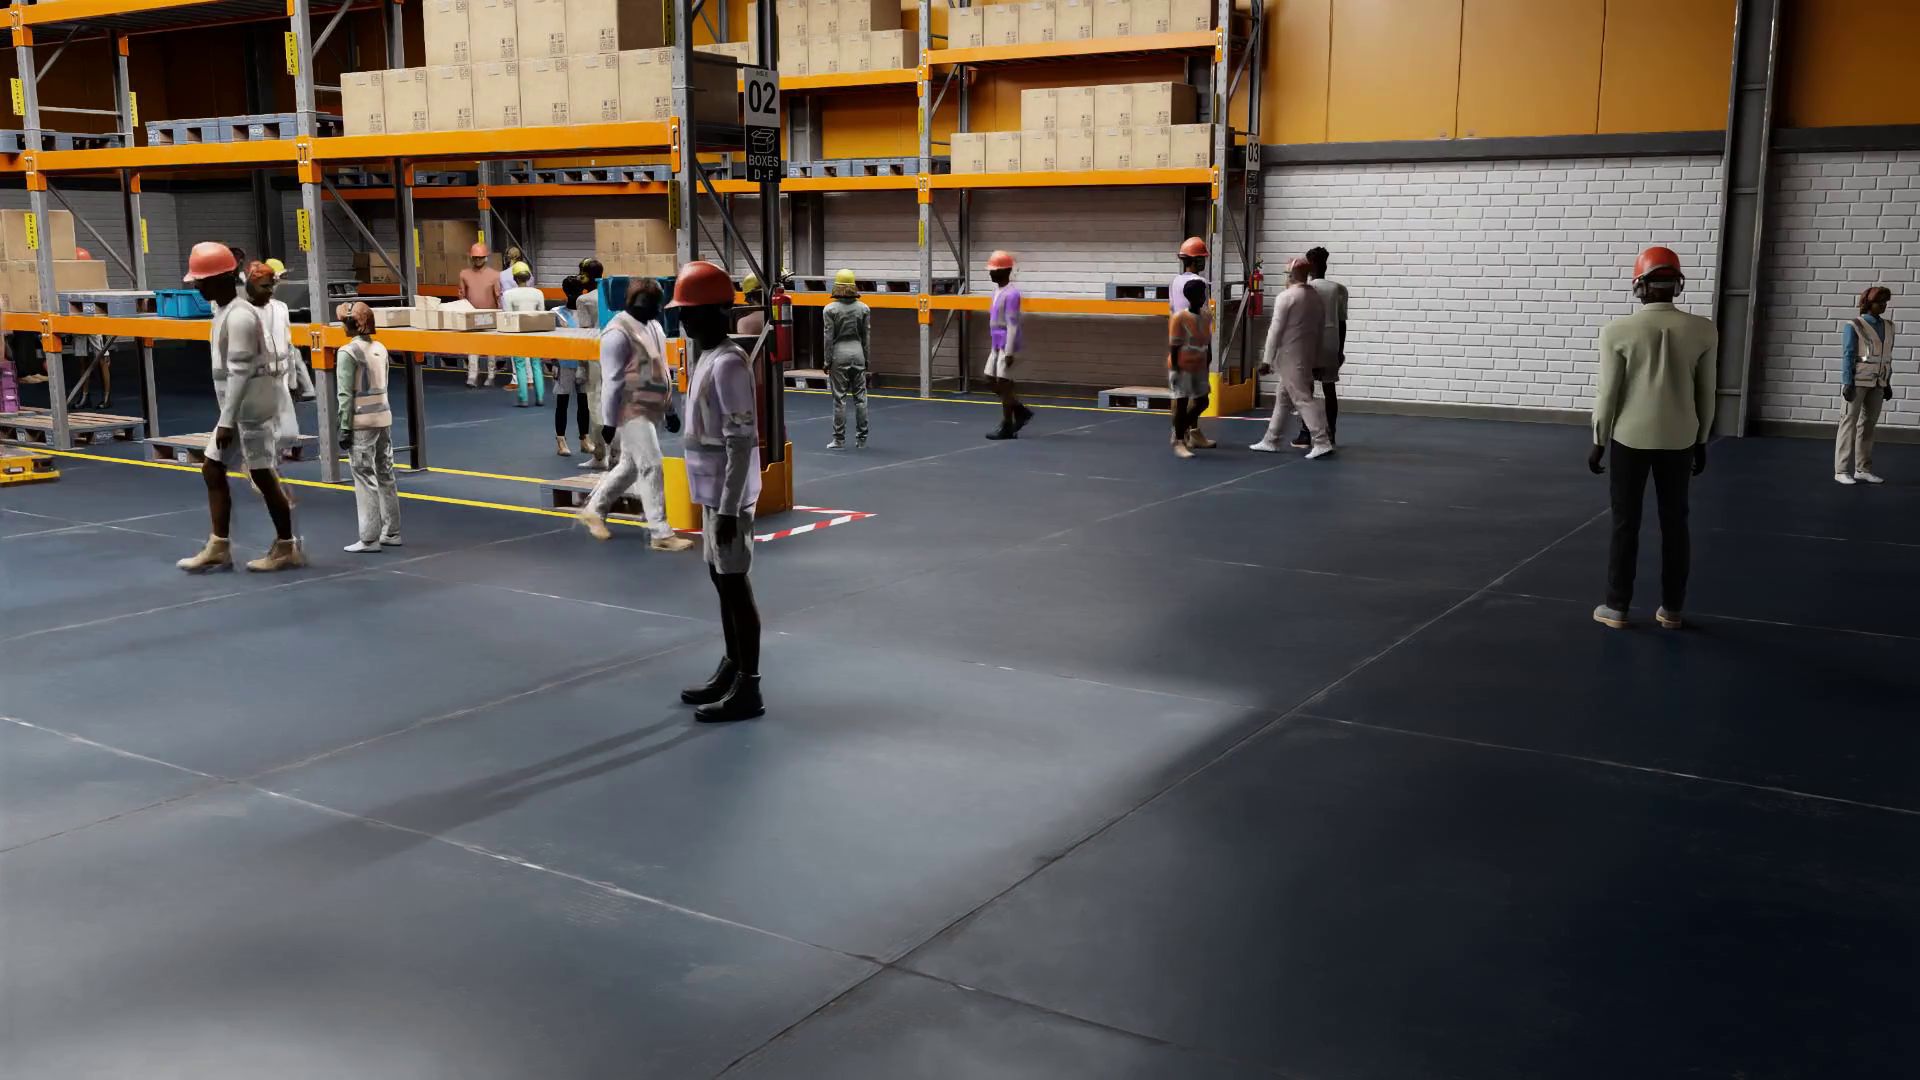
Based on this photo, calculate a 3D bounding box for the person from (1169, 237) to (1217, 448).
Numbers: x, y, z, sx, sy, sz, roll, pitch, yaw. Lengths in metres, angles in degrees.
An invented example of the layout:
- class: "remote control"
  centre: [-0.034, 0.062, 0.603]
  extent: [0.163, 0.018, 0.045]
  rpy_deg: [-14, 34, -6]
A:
- class: "person"
  centre: [2.271, -1.916, 16.230]
  extent: [0.365, 2.048, 0.608]
  rpy_deg: [-5, 11, -26]

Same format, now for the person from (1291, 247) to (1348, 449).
- class: "person"
  centre: [3.469, -1.867, 16.205]
  extent: [0.609, 1.956, 0.395]
  rpy_deg: [-2, 10, -12]

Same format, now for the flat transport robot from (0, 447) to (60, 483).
- class: "flat transport robot"
  centre: [-8.286, -0.649, 14.131]
  extent: [1.431, 0.197, 0.652]
  rpy_deg: [9, 13, 40]

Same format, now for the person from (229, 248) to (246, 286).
- class: "person"
  centre: [-9.269, -2.800, 21.484]
  extent: [0.392, 1.921, 0.593]
  rpy_deg: [-5, 11, -25]

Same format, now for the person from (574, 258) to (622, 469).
- class: "person"
  centre: [-3.221, -1.558, 14.752]
  extent: [0.309, 1.864, 0.535]
  rpy_deg: [5, 12, 27]

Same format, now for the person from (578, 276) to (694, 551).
- class: "person"
  centre: [-2.190, -0.840, 10.992]
  extent: [0.893, 1.801, 0.623]
  rpy_deg: [3, 11, 14]

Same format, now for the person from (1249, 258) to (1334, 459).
- class: "person"
  centre: [3.140, -1.696, 15.538]
  extent: [0.985, 1.866, 0.638]
  rpy_deg: [9, 14, 41]

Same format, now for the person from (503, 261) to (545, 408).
- class: "person"
  centre: [-5.288, -2.486, 20.171]
  extent: [0.533, 1.765, 0.328]
  rpy_deg: [-8, 13, -38]

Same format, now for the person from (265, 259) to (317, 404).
- class: "person"
  centre: [-8.377, -2.539, 20.388]
  extent: [0.902, 1.788, 0.605]
  rpy_deg: [-5, 11, -26]

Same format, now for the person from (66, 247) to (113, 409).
- class: "person"
  centre: [-10.435, -2.519, 19.882]
  extent: [0.550, 1.933, 0.370]
  rpy_deg: [0, 10, 1]

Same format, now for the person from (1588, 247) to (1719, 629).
- class: "person"
  centre: [3.596, -0.521, 8.671]
  extent: [0.611, 1.986, 0.393]
  rpy_deg: [1, 10, 6]

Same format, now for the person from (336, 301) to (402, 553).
- class: "person"
  centre: [-3.863, -0.732, 10.827]
  extent: [0.316, 1.629, 0.509]
  rpy_deg: [2, 10, 9]

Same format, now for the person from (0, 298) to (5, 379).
- class: "person"
  centre: [-8.792, -1.573, 14.760]
  extent: [0.448, 1.892, 0.646]
  rpy_deg: [7, 13, 35]

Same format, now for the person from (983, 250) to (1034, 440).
- class: "person"
  centre: [0.469, -1.972, 16.891]
  extent: [0.497, 1.918, 0.568]
  rpy_deg: [-3, 11, -17]

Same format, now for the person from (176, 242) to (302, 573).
- class: "person"
  centre: [-4.402, -0.762, 9.937]
  extent: [0.838, 2.002, 0.641]
  rpy_deg: [-7, 12, -33]

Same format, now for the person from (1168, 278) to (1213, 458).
- class: "person"
  centre: [2.103, -1.594, 15.480]
  extent: [0.546, 1.676, 0.485]
  rpy_deg: [-7, 12, -35]

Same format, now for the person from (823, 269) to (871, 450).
- class: "person"
  centre: [-1.103, -1.742, 16.108]
  extent: [0.492, 1.743, 0.295]
  rpy_deg: [-5, 12, -27]

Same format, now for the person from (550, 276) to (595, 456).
- class: "person"
  centre: [-3.633, -1.639, 15.680]
  extent: [0.531, 1.692, 0.320]
  rpy_deg: [-9, 14, -41]

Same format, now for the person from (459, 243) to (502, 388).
- class: "person"
  centre: [-6.578, -3.066, 22.811]
  extent: [0.656, 1.964, 0.900]
  rpy_deg: [0, 10, -1]

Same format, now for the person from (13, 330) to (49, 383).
- class: "person"
  centre: [-13.243, -3.252, 23.652]
  extent: [0.537, 2.000, 0.675]
  rpy_deg: [-1, 10, -8]

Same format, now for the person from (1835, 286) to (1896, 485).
- class: "person"
  centre: [7.539, -1.284, 13.846]
  extent: [0.514, 1.645, 0.309]
  rpy_deg: [-4, 11, -20]

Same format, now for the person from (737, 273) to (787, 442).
- class: "person"
  centre: [-1.589, -1.233, 13.233]
  extent: [0.329, 1.765, 0.525]
  rpy_deg: [7, 12, 34]

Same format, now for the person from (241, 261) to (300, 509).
- class: "person"
  centre: [-5.265, -1.150, 12.485]
  extent: [0.558, 1.867, 0.624]
  rpy_deg: [5, 11, 25]

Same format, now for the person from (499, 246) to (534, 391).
- class: "person"
  centre: [-5.975, -2.974, 22.390]
  extent: [0.356, 1.938, 0.638]
  rpy_deg: [4, 11, 22]

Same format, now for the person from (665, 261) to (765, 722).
- class: "person"
  centre: [-1.029, -0.198, 7.022]
  extent: [0.376, 1.934, 0.548]
  rpy_deg: [-3, 11, -16]
